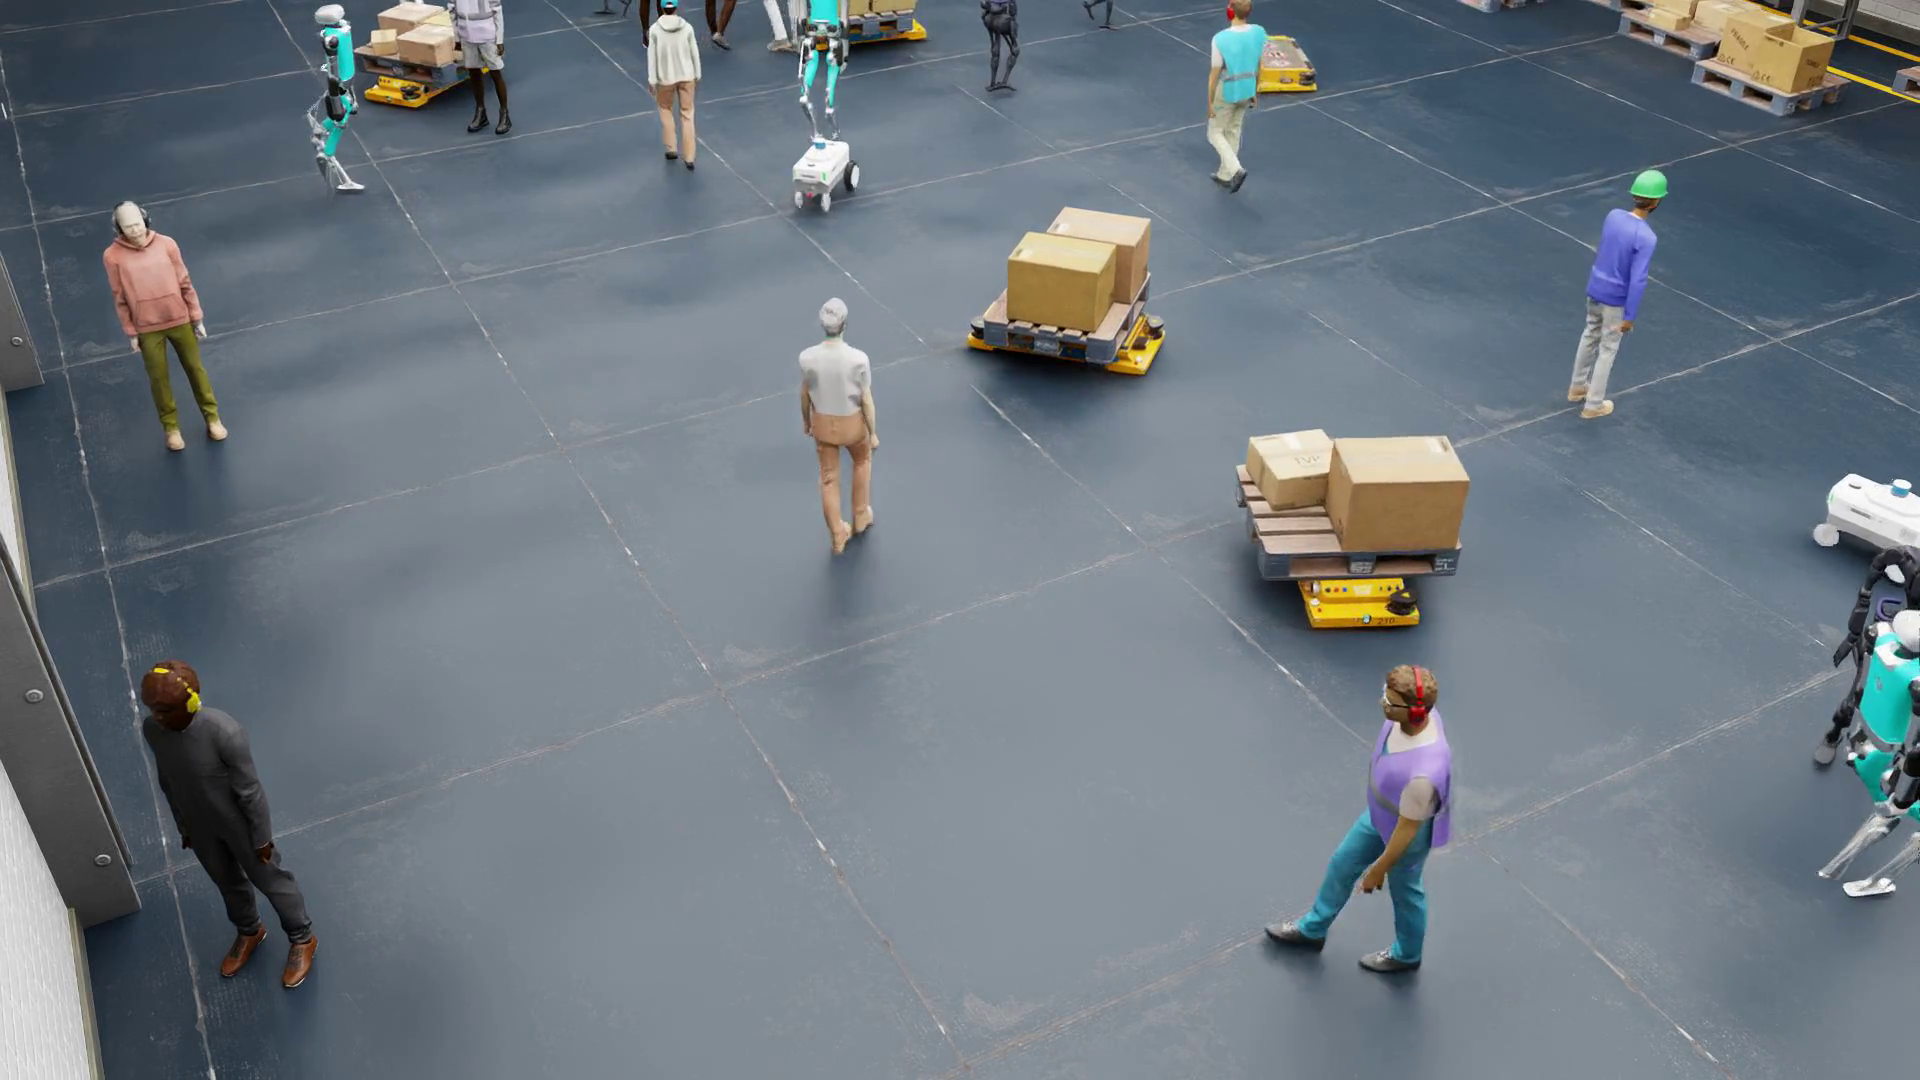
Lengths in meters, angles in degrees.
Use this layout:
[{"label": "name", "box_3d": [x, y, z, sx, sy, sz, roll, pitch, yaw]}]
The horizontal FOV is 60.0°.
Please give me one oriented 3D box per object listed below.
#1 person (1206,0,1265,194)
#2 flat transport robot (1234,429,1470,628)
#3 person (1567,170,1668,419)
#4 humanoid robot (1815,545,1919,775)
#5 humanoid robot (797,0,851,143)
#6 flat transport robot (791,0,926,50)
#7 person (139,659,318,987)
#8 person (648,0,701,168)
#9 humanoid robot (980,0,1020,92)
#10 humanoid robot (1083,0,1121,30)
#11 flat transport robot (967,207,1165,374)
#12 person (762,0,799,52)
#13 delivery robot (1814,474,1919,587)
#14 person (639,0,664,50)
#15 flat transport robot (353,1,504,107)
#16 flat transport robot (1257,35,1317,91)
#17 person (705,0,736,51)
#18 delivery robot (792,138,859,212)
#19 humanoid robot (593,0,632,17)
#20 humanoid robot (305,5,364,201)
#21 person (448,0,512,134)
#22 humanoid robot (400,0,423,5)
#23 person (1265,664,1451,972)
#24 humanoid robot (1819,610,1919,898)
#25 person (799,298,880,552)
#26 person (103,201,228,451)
[{"label": "person", "box_3d": [2.507, -4.027, 15.108, 0.571, 1.828, 0.595, -17, 38, -22]}, {"label": "flat transport robot", "box_3d": [2.427, 0.055, 10.637, 0.659, 0.231, 1.431, -2, 35, -2]}, {"label": "person", "box_3d": [4.661, -1.729, 11.800, 0.414, 1.864, 0.493, -17, 39, -23]}, {"label": "humanoid robot", "box_3d": [4.940, 0.554, 8.694, 0.591, 1.656, 0.335, 16, 38, 22]}, {"label": "humanoid robot", "box_3d": [-1.349, -4.605, 16.039, 0.546, 1.794, 0.829, 5, 35, 7]}, {"label": "flat transport robot", "box_3d": [-1.165, -5.871, 19.098, 1.431, 0.231, 0.659, -11, 37, -16]}, {"label": "person", "box_3d": [-3.318, 1.274, 7.510, 0.490, 1.866, 0.353, 8, 36, 11]}, {"label": "person", "box_3d": [-2.704, -4.372, 15.743, 0.506, 1.652, 0.539, -9, 36, -13]}, {"label": "humanoid robot", "box_3d": [0.413, -5.519, 17.376, 0.327, 1.653, 0.591, -18, 39, -24]}, {"label": "humanoid robot", "box_3d": [1.666, -6.721, 19.080, 0.487, 1.642, 0.590, 13, 37, 18]}, {"label": "flat transport robot", "box_3d": [0.837, -1.624, 13.035, 1.431, 0.231, 0.659, 11, 37, 16]}, {"label": "person", "box_3d": [-1.956, -6.337, 18.371, 0.515, 1.860, 0.593, 22, 41, 29]}, {"label": "delivery robot", "box_3d": [5.942, -0.090, 10.611, 0.499, 0.613, 0.807, -27, 43, -33]}, {"label": "person", "box_3d": [-3.405, -6.443, 18.436, 0.361, 1.963, 0.611, 26, 43, 32]}, {"label": "flat transport robot", "box_3d": [-5.661, -4.994, 17.847, 0.659, 0.231, 1.431, 15, 38, 20]}, {"label": "flat transport robot", "box_3d": [3.418, -5.223, 18.174, 0.659, 0.231, 1.431, -2, 35, -3]}, {"label": "person", "box_3d": [-2.719, -6.351, 18.350, 0.559, 1.923, 0.498, 18, 39, 24]}, {"label": "delivery robot", "box_3d": [-1.266, -3.410, 15.350, 0.499, 0.612, 0.796, 9, 36, 13]}, {"label": "humanoid robot", "box_3d": [-4.131, -6.949, 19.414, 0.544, 1.634, 0.600, 3, 35, 5]}, {"label": "humanoid robot", "box_3d": [-5.747, -3.889, 15.088, 0.742, 1.895, 0.537, -1, 35, -1]}, {"label": "person", "box_3d": [-4.739, -4.949, 16.329, 0.546, 1.936, 0.376, 8, 36, 11]}, {"label": "humanoid robot", "box_3d": [-6.306, -6.620, 18.882, 0.536, 1.761, 0.781, -8, 36, -11]}, {"label": "person", "box_3d": [1.835, 1.297, 7.511, 0.841, 1.812, 0.600, 1, 35, 1]}, {"label": "humanoid robot", "box_3d": [4.541, 1.087, 7.916, 0.799, 1.808, 0.537, -2, 35, -3]}, {"label": "person", "box_3d": [-0.741, -0.767, 10.532, 0.510, 1.731, 0.601, 4, 35, 6]}, {"label": "person", "box_3d": [-5.501, -1.498, 11.493, 0.516, 1.832, 0.364, -19, 39, -25]}]
